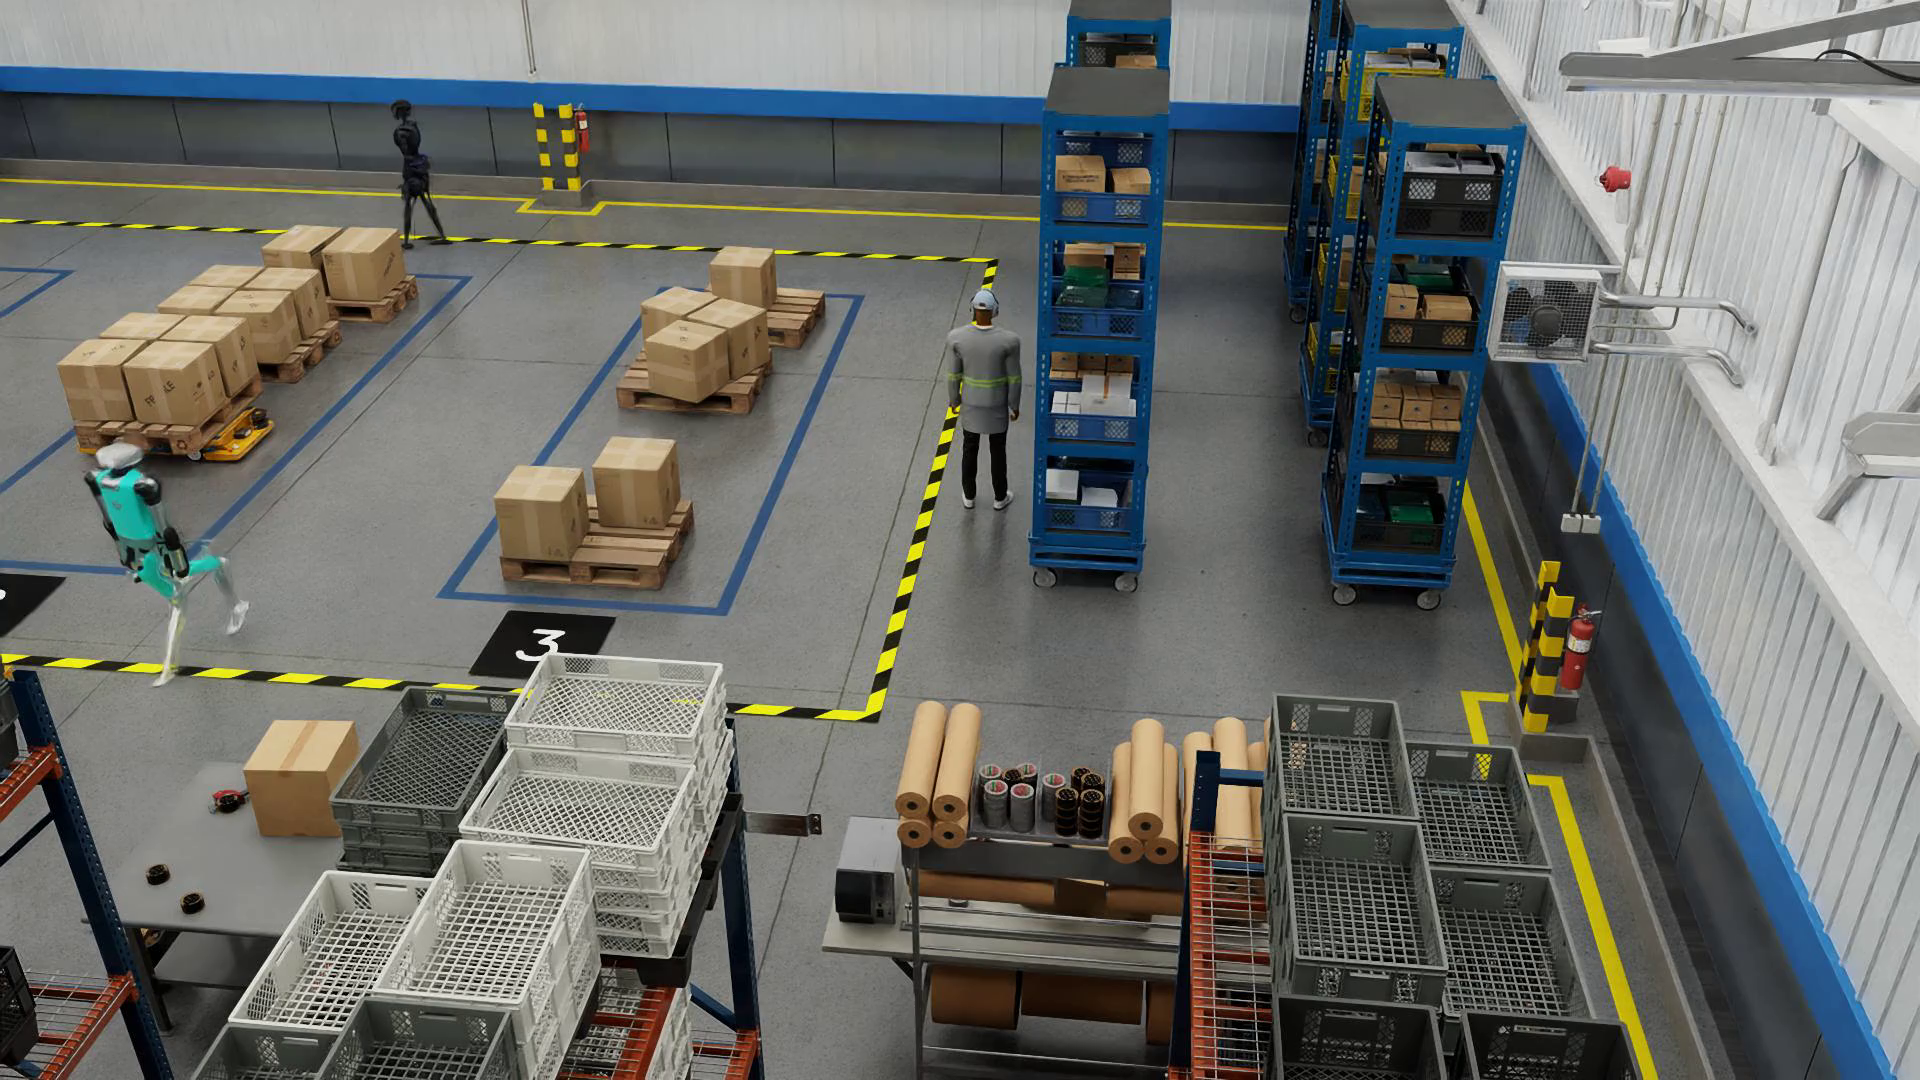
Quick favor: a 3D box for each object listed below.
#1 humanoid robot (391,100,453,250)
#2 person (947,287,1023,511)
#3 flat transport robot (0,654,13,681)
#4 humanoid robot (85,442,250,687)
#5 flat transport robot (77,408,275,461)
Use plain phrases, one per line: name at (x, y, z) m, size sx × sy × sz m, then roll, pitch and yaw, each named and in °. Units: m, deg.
humanoid robot at (-5.991, -3.982, 18.124) m, size 0.646 × 1.637 × 0.601 m, roll -2°, pitch 30°, yaw -3°
person at (0.197, -1.095, 12.984) m, size 0.587 × 1.850 × 0.388 m, roll 5°, pitch 31°, yaw 8°
flat transport robot at (-7.142, 0.969, 11.010) m, size 1.431 × 0.231 × 0.659 m, roll 3°, pitch 30°, yaw 6°
humanoid robot at (-5.242, 0.033, 11.211) m, size 0.530 × 1.780 × 1.024 m, roll 9°, pitch 32°, yaw 16°
flat transport robot at (-6.728, -0.944, 14.268) m, size 1.431 × 0.197 × 0.652 m, roll 3°, pitch 30°, yaw 6°
